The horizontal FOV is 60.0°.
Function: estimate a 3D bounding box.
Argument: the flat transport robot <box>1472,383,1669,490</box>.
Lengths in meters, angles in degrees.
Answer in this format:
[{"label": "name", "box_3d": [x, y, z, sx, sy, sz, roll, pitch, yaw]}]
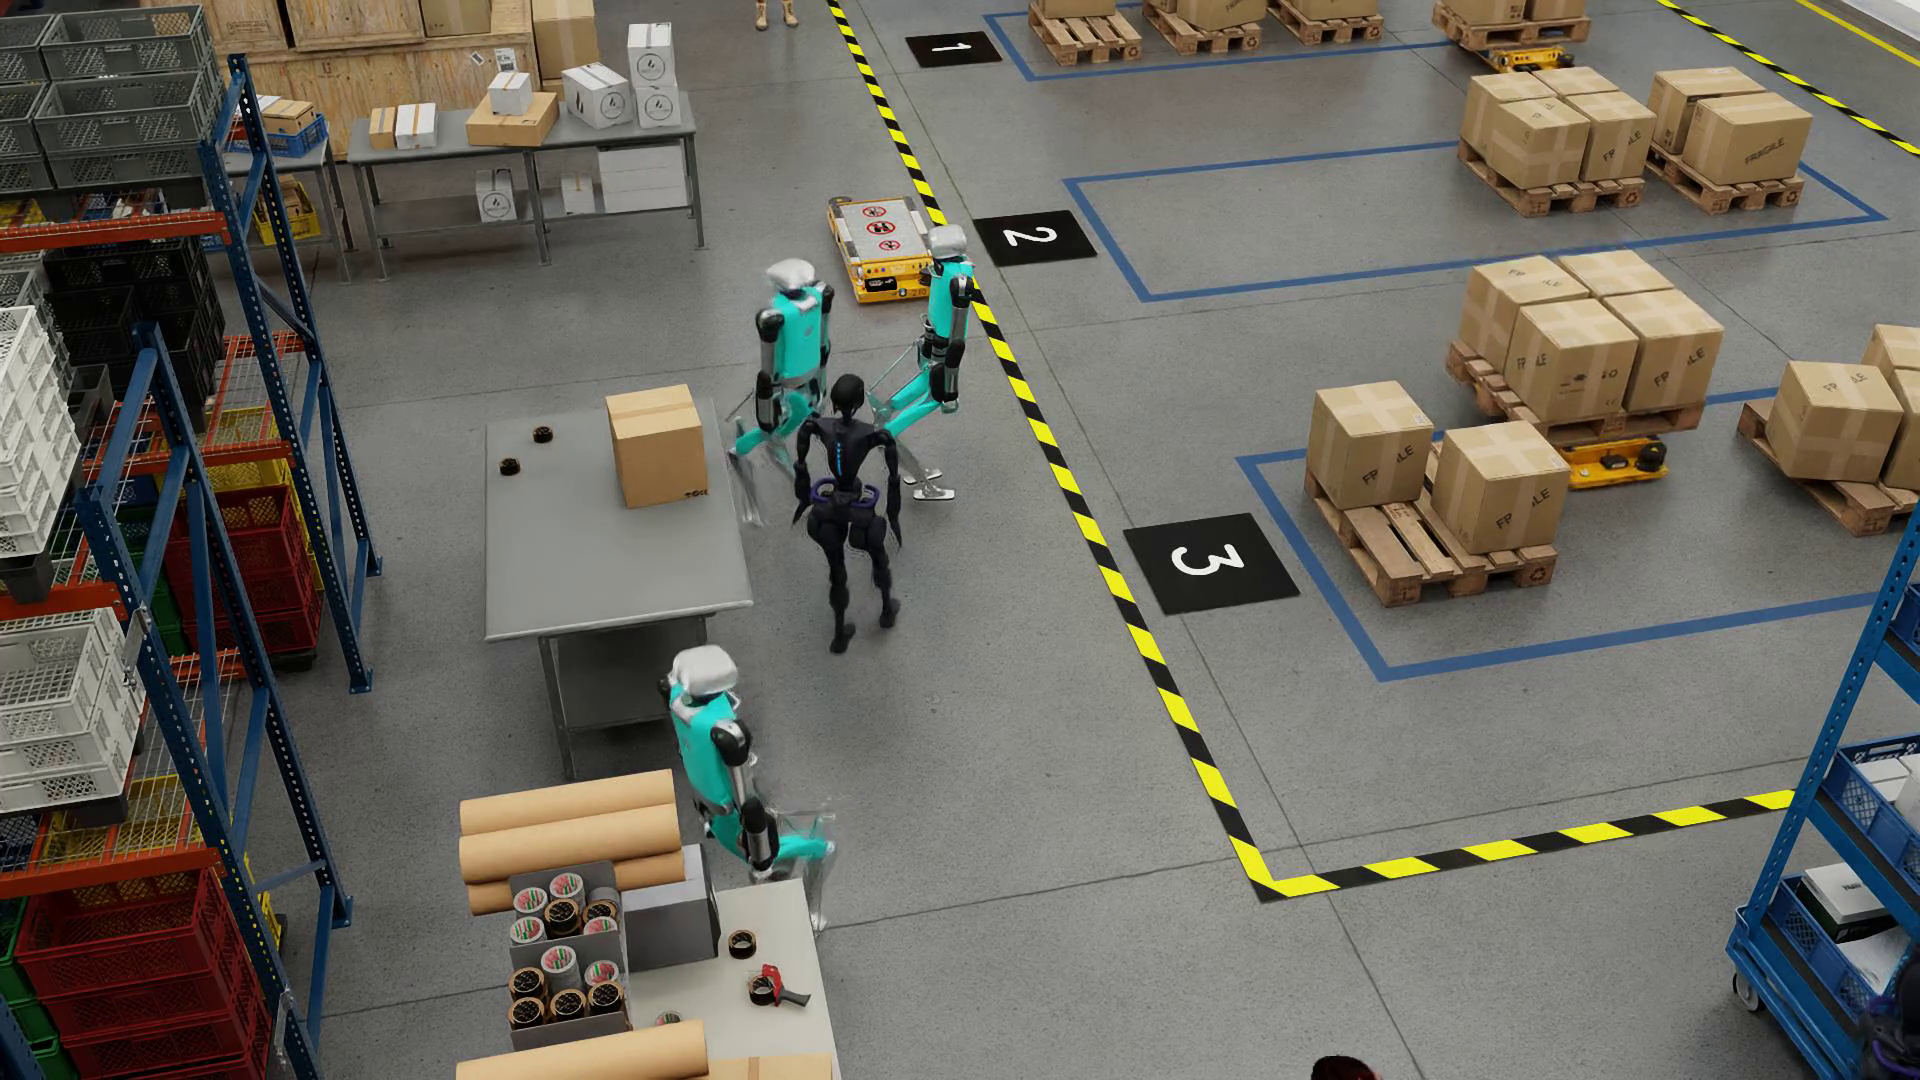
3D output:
[{"label": "flat transport robot", "box_3d": [3.860, -0.825, 10.640, 0.652, 0.197, 1.431, -8, 37, -10]}]

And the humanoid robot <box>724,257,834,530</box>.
[{"label": "humanoid robot", "box_3d": [-1.071, -0.811, 9.434, 0.697, 1.812, 0.539, 25, 43, 30]}]

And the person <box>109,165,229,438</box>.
[{"label": "person", "box_3d": [-4.911, -1.484, 10.239, 0.336, 1.837, 0.505, -30, 46, -34]}]

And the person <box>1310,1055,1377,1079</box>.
[{"label": "person", "box_3d": [1.173, 2.286, 5.124, 0.598, 1.891, 0.803, -25, 43, -30]}]

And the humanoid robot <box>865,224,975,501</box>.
[{"label": "humanoid robot", "box_3d": [-0.281, -0.980, 9.528, 0.735, 1.677, 0.533, -8, 37, -11]}]

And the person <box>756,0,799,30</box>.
[{"label": "person", "box_3d": [-1.817, -5.985, 16.113, 0.609, 2.042, 0.393, -8, 37, -10]}]

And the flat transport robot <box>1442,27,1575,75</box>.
[{"label": "flat transport robot", "box_3d": [5.244, -4.746, 15.909, 0.652, 0.197, 1.431, -8, 37, -10]}]

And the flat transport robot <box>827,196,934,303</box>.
[{"label": "flat transport robot", "box_3d": [-0.570, -2.220, 12.538, 0.659, 0.231, 1.431, -8, 37, -10]}]

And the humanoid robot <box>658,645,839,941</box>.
[{"label": "humanoid robot", "box_3d": [-0.765, 1.081, 6.876, 0.804, 1.779, 0.567, -26, 44, -31]}]

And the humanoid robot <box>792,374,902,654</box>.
[{"label": "humanoid robot", "box_3d": [-0.587, -0.174, 8.617, 0.608, 1.650, 0.490, 8, 37, 10]}]
